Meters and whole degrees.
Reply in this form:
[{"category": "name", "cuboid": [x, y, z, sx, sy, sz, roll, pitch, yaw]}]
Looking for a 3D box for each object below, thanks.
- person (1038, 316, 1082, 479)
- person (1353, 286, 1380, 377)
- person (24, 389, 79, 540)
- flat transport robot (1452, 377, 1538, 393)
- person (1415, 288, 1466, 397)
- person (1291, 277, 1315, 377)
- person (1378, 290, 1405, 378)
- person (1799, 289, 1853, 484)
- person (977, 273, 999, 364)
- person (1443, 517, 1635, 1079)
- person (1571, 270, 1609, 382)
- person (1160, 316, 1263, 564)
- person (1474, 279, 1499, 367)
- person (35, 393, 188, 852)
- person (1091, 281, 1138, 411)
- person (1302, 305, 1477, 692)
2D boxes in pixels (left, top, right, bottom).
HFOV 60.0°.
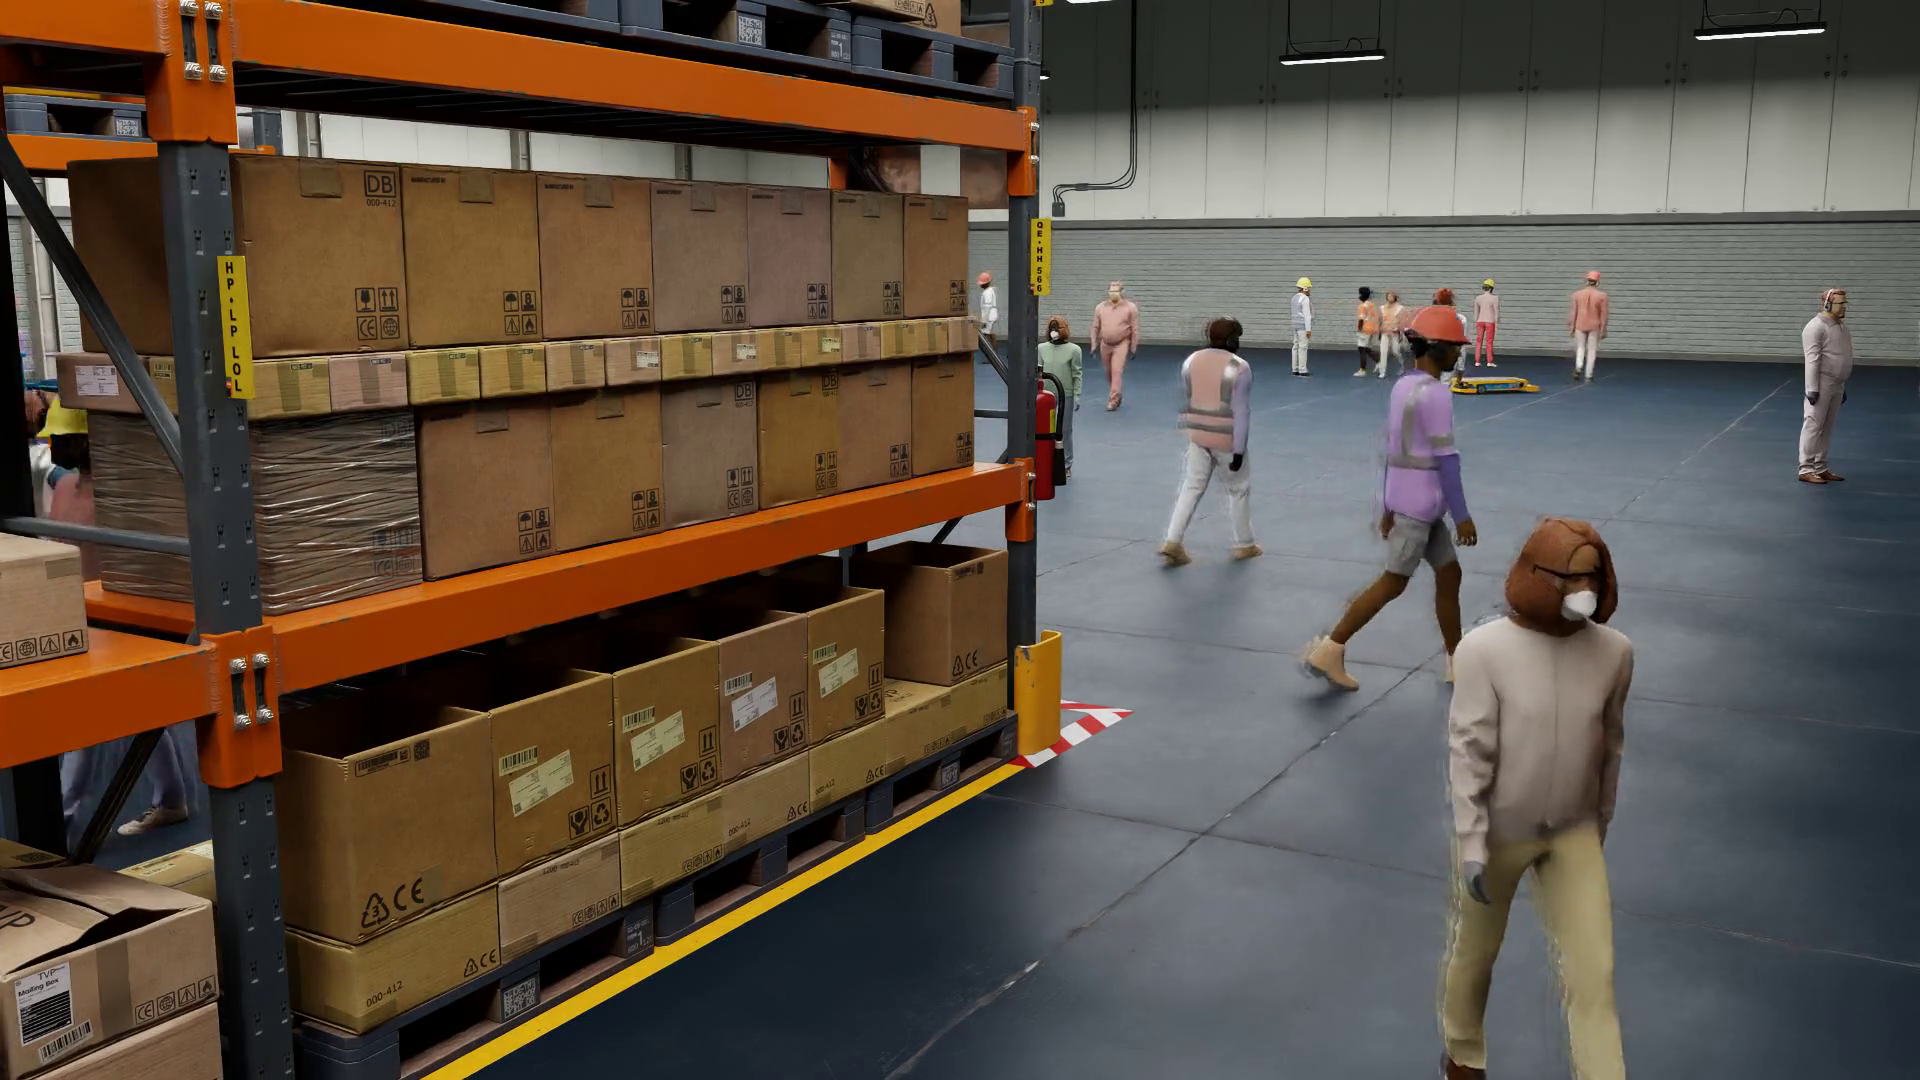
[{"category": "person", "cuboid": [0.977, -1.431, 16.707, 0.498, 1.634, 0.284, 4, 10, 22]}, {"category": "person", "cuboid": [7.534, -3.841, 30.676, 0.438, 1.675, 0.559, 7, 12, 34]}, {"category": "person", "cuboid": [-4.239, 0.092, 7.886, 0.521, 1.604, 0.819, 5, 11, 29]}, {"category": "flat transport robot", "cuboid": [8.639, -2.541, 27.185, 1.431, 0.197, 0.652, -2, 10, -14]}, {"category": "person", "cuboid": [5.727, -2.083, 19.903, 0.599, 1.842, 0.923, 2, 10, 9]}, {"category": "person", "cuboid": [6.320, -3.911, 30.637, 0.404, 1.836, 0.590, -3, 10, -15]}, {"category": "person", "cuboid": [7.961, -3.796, 30.613, 0.519, 1.610, 0.754, 7, 12, 35]}, {"category": "person", "cuboid": [8.549, -1.512, 16.387, 0.642, 1.909, 0.409, -7, 12, -37]}, {"category": "person", "cuboid": [0.604, -4.576, 34.409, 0.512, 1.888, 0.635, 0, 10, 0]}, {"category": "person", "cuboid": [1.431, 0.752, 4.037, 0.509, 1.598, 0.809, -1, 10, -6]}, {"category": "person", "cuboid": [11.146, -3.771, 29.399, 0.643, 1.974, 0.440, 7, 12, 37]}, {"category": "person", "cuboid": [1.850, -0.724, 12.073, 0.617, 1.809, 0.932, 9, 13, 43]}, {"category": "person", "cuboid": [10.586, -4.351, 33.422, 0.325, 1.768, 0.523, -9, 13, -44]}, {"category": "person", "cuboid": [-3.294, 0.324, 6.162, 0.532, 1.732, 0.828, 9, 13, 42]}, {"category": "person", "cuboid": [2.260, -2.832, 24.229, 0.646, 1.876, 0.930, 4, 11, 23]}, {"category": "person", "cuboid": [2.278, -0.195, 8.454, 1.052, 2.002, 0.603, 1, 10, 4]}]
